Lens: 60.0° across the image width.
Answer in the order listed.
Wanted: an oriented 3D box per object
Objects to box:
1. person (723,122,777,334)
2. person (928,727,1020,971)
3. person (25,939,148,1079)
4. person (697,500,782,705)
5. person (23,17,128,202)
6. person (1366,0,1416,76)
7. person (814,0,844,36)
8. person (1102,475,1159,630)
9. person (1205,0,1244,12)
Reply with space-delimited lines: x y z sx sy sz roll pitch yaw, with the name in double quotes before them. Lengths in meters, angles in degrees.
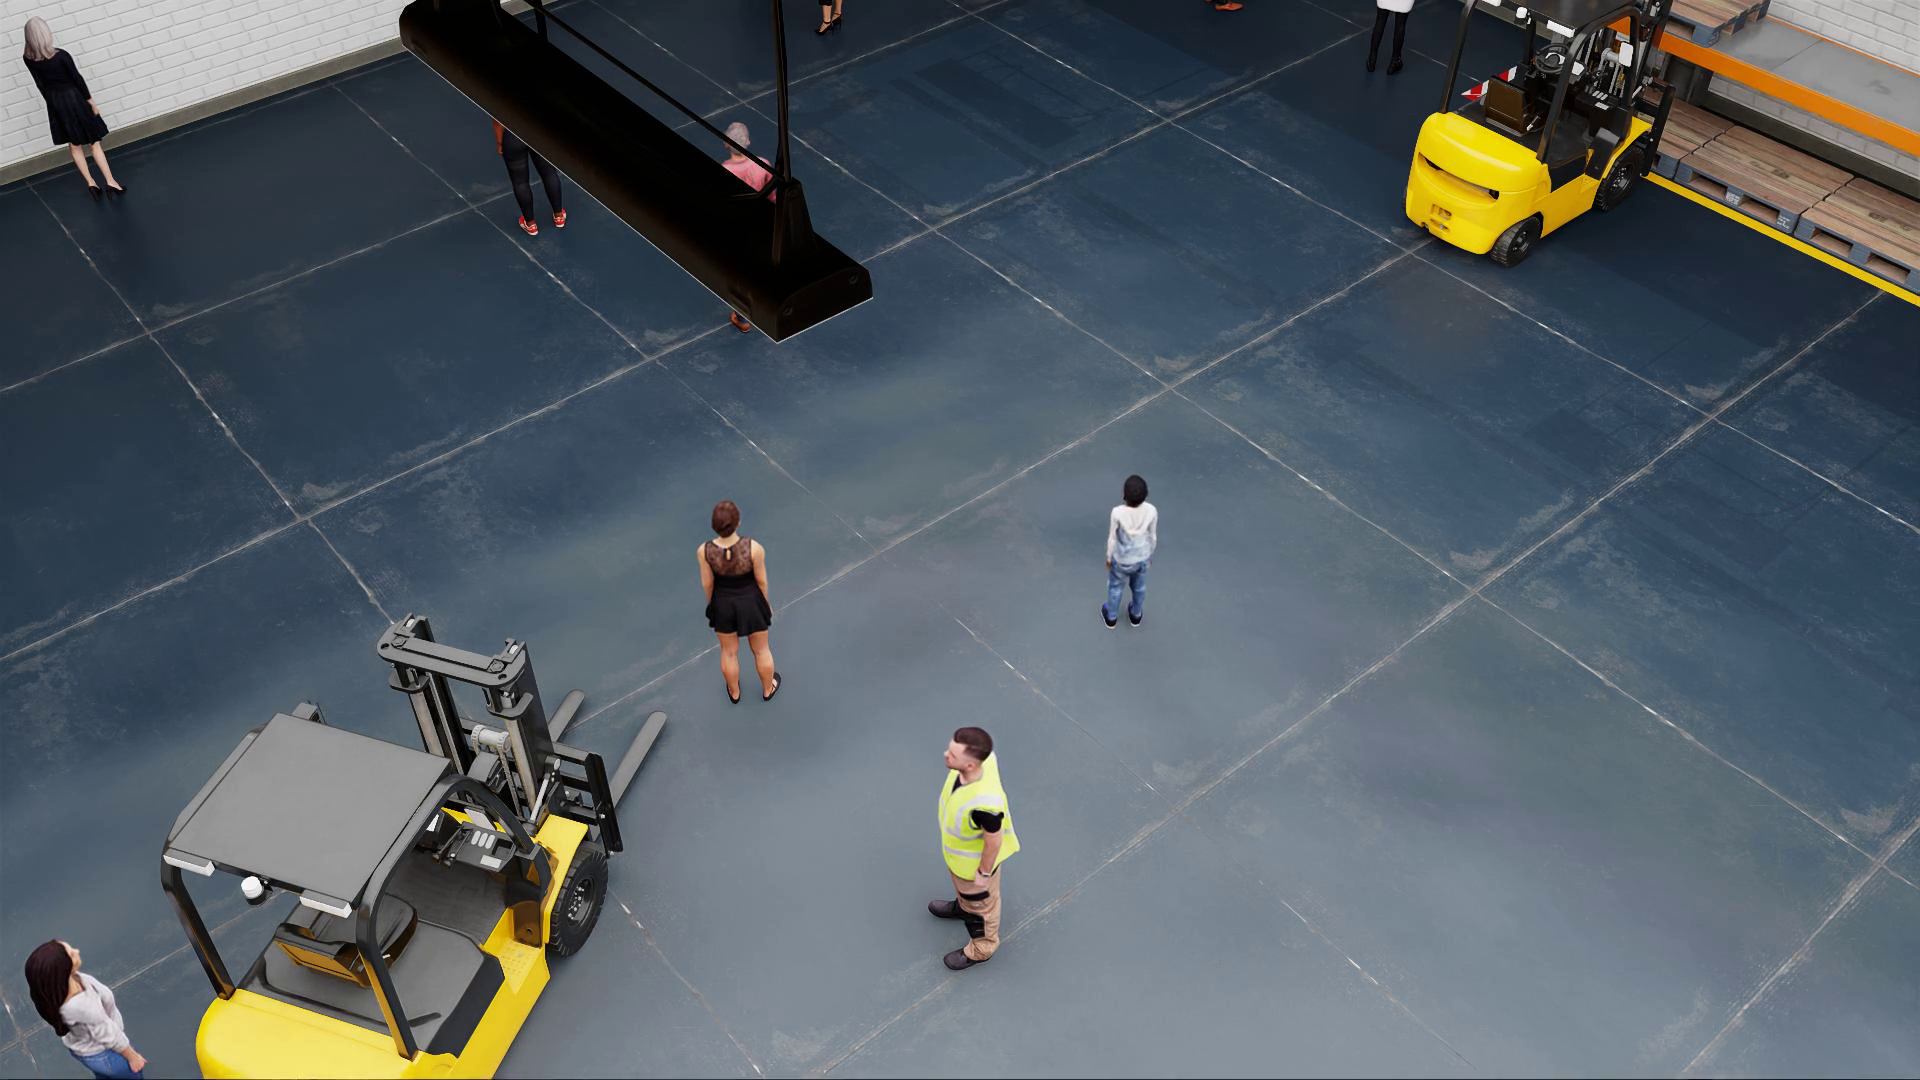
"person" -1.712 -2.504 13.356 0.745 1.831 0.649 -17 46 -17
"person" 0.060 1.637 8.998 0.901 1.845 0.815 -7 44 -7
"person" -4.267 2.507 8.240 0.578 1.631 0.732 21 47 21
"person" -1.395 0.400 10.422 0.682 1.673 0.730 -1 44 -1
"person" -7.916 -3.836 14.815 0.698 1.747 0.739 -2 44 -2
"person" 4.341 -5.514 16.531 0.625 1.808 0.750 15 46 16
"person" -1.396 -6.106 17.117 0.624 1.859 0.666 23 48 23
"person" 1.125 0.096 11.043 0.555 1.256 0.597 -7 44 -7
"person" 2.834 -6.516 17.596 0.775 1.791 0.622 -15 46 -15
